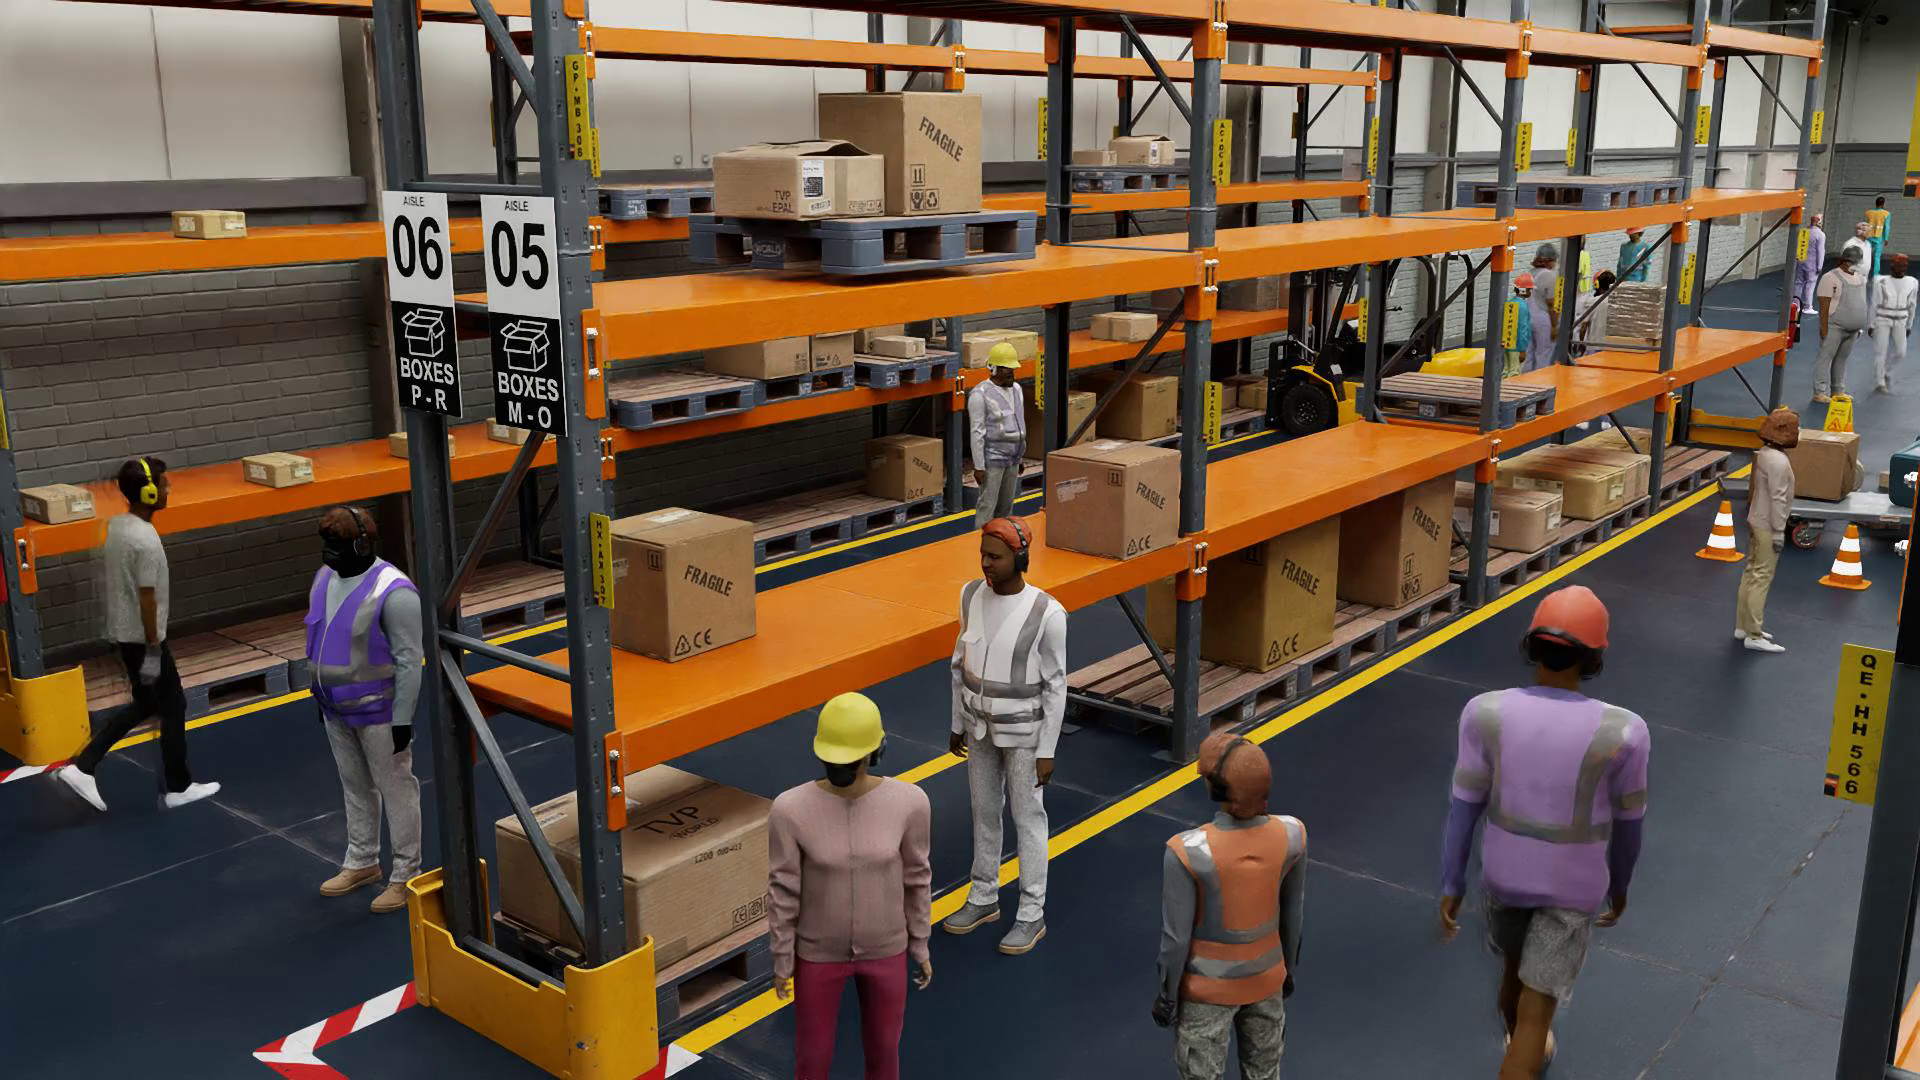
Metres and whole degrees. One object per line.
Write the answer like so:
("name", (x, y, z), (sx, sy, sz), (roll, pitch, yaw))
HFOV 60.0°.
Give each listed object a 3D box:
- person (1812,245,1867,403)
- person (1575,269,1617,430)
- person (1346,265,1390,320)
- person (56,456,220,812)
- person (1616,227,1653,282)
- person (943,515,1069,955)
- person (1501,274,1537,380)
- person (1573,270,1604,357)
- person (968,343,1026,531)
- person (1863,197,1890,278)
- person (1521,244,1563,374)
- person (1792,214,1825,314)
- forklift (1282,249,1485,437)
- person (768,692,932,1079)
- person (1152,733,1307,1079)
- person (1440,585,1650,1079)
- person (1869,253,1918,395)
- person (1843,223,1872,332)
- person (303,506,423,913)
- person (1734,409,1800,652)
("person", (11.380, -2.786, 21.410), (0.674, 2.000, 0.536), (-6, 15, -22))
("person", (7.484, -2.217, 19.447), (0.533, 1.871, 0.320), (3, 14, 11))
("person", (5.408, -2.876, 22.247), (0.592, 1.824, 0.866), (1, 14, 4))
("person", (-4.219, 0.506, 8.398), (0.535, 1.851, 0.676), (11, 18, 39))
("person", (11.005, -4.224, 27.282), (0.383, 2.036, 0.605), (-9, 16, -32))
("person", (0.185, 0.819, 7.062), (0.575, 1.883, 0.355), (11, 18, 38))
("person", (6.828, -2.378, 20.344), (0.343, 1.749, 0.572), (0, 14, 0))
("person", (7.964, -2.501, 20.841), (0.561, 1.752, 0.324), (4, 14, 15))
("person", (0.318, -0.647, 13.139), (0.404, 1.827, 0.600), (11, 17, 37))
("person", (21.835, -7.215, 39.698), (0.372, 1.916, 0.597), (-13, 19, -42))
("person", (7.563, -2.823, 21.564), (0.537, 2.000, 0.705), (-5, 15, -20))
("person", (16.334, -5.297, 31.940), (0.399, 1.900, 0.644), (-5, 15, -18))
("forklift", (4.886, -2.214, 18.767), (2.313, 2.155, 1.214), (11, 18, 38))
("person", (-0.339, 1.315, 5.288), (0.528, 1.764, 0.330), (-3, 14, -11))
("person", (0.842, 1.395, 5.214), (0.523, 1.640, 0.306), (-6, 15, -23))
("person", (1.944, 1.136, 5.594), (0.596, 1.985, 1.096), (10, 17, 37))
("person", (12.373, -2.869, 22.111), (0.582, 1.869, 0.445), (2, 14, 9))
("person", (15.517, -4.523, 28.789), (0.671, 1.894, 0.398), (-10, 17, -35))
("person", (-2.666, 0.749, 7.430), (0.619, 1.845, 0.430), (9, 16, 31))
("person", (5.458, -0.073, 11.208), (0.285, 1.633, 0.497), (3, 14, 12))
